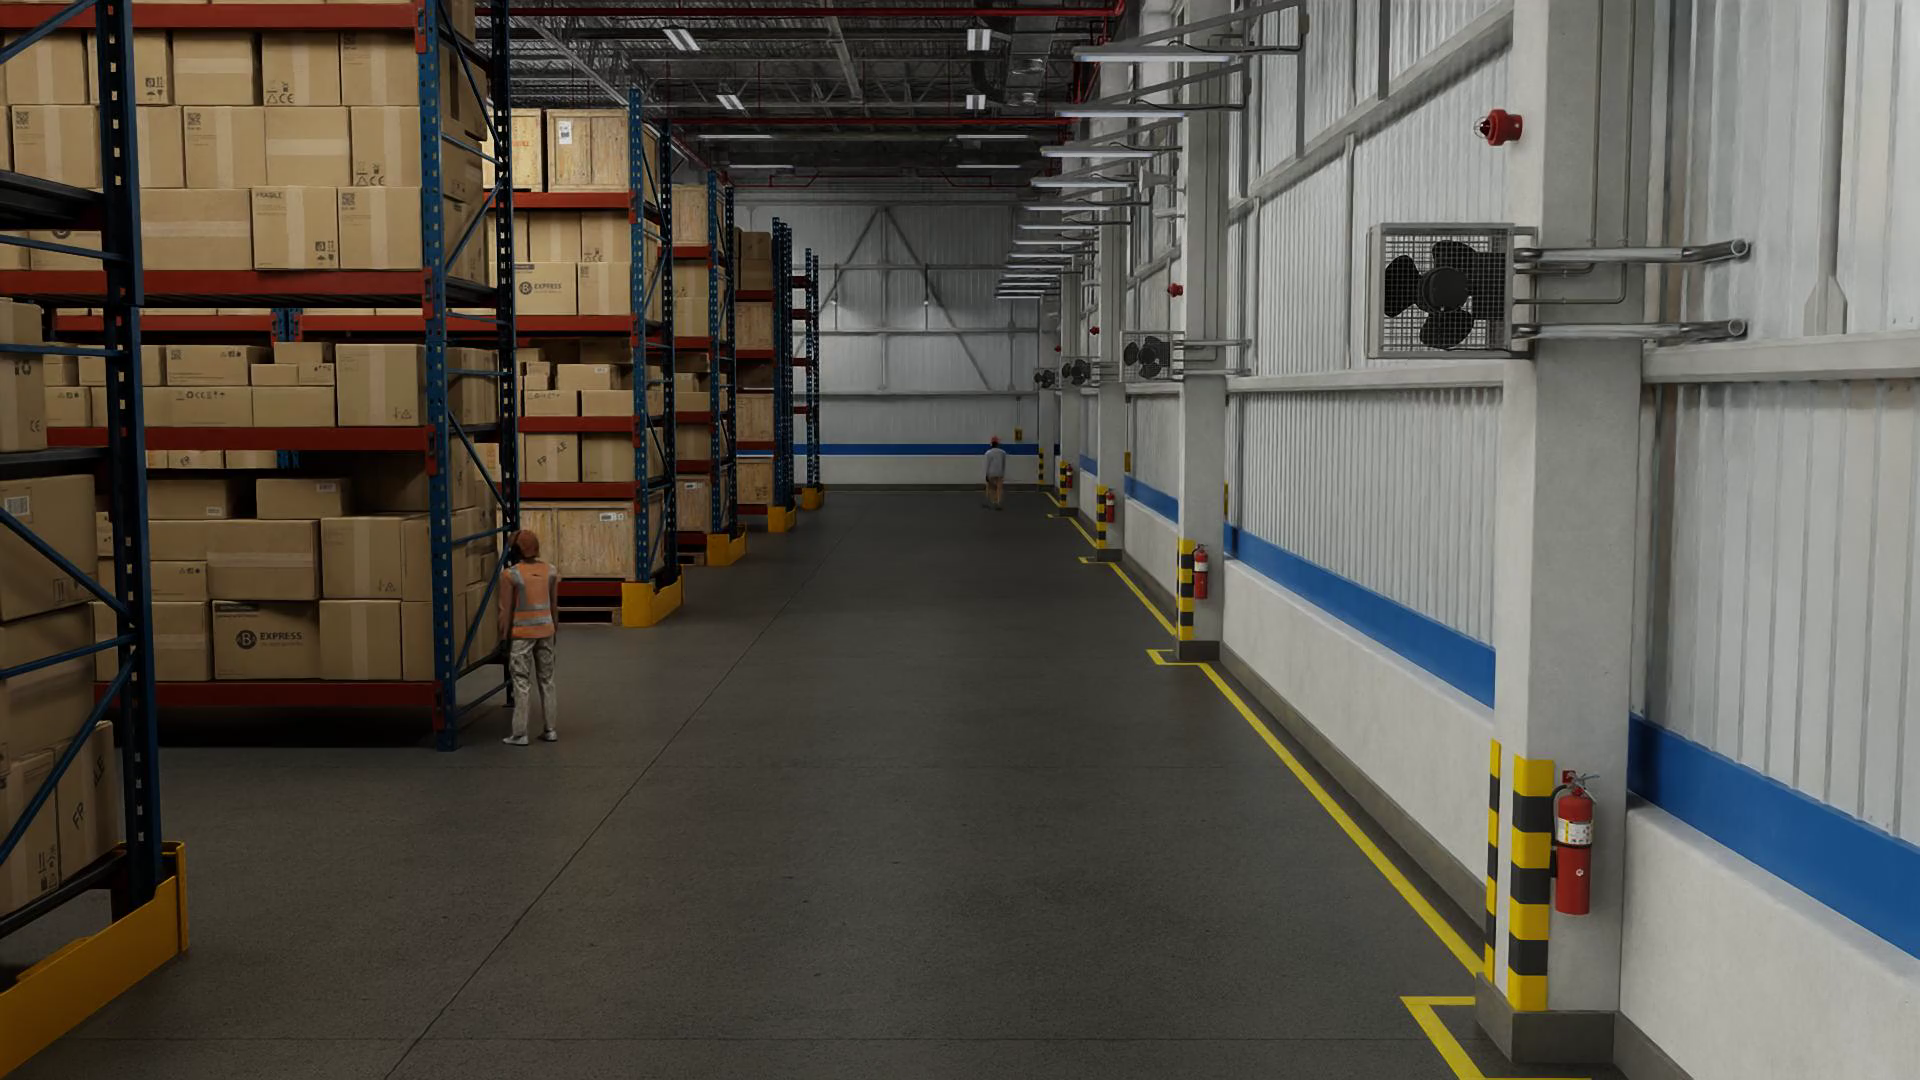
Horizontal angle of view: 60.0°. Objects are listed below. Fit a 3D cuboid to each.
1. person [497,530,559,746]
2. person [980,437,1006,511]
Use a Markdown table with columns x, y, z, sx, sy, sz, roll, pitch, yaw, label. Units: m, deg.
| x | y | z | sx | sy | sz | roll | pitch | yaw | label |
| --- | --- | --- | --- | --- | --- | --- | --- | --- | --- |
| -3.240 | 0.736 | 12.542 | 0.318 | 1.631 | 0.520 | 4 | 7 | 42 | person |
| 0.773 | -1.546 | 38.645 | 0.567 | 1.703 | 0.865 | -2 | 5 | -23 | person |
